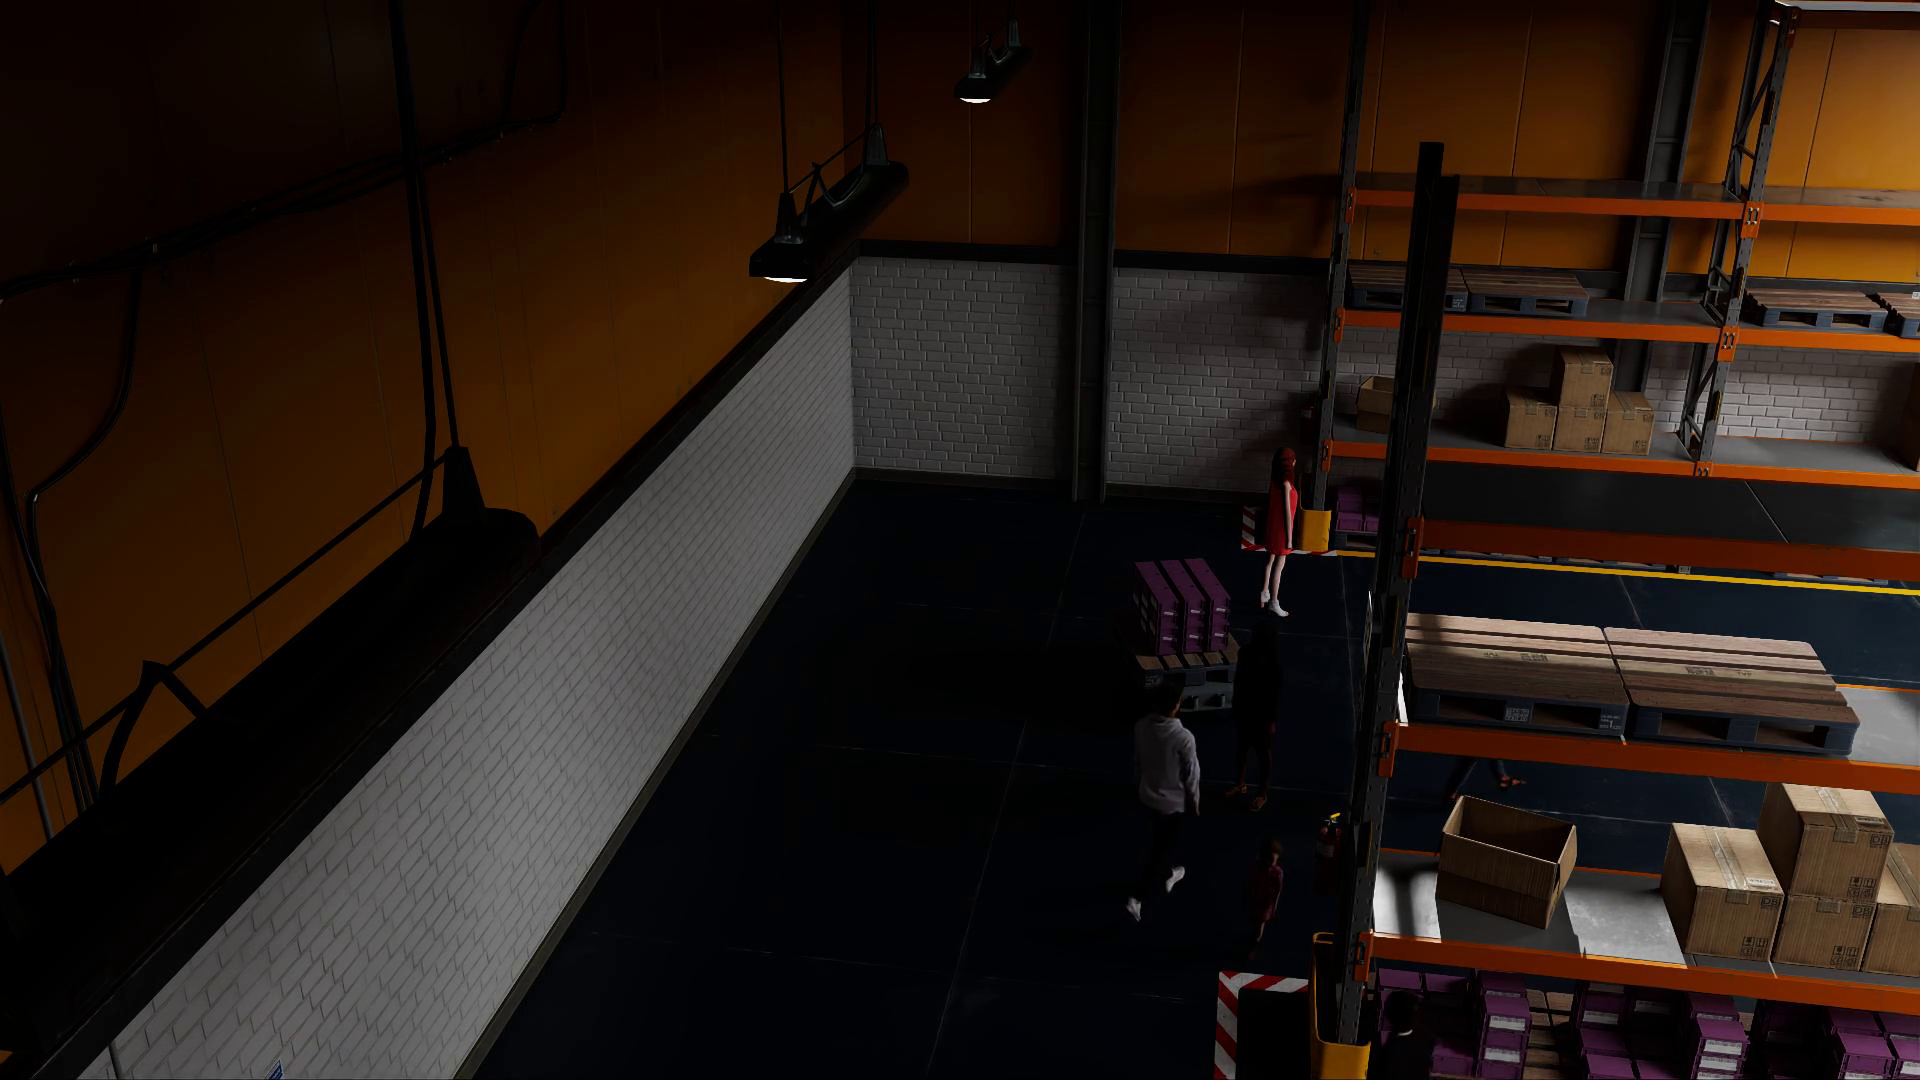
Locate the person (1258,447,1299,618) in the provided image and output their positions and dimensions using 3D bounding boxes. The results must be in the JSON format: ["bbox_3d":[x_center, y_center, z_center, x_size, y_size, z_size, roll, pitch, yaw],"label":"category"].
[{"bbox_3d":[3.281,-0.098,17.148,0.628,1.828,0.664,-4,24,-10],"label":"person"}]

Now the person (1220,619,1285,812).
[{"bbox_3d":[2.455,1.427,13.790,0.744,1.721,0.664,-18,30,-36],"label":"person"}]

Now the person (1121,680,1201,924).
[{"bbox_3d":[1.459,1.954,12.362,1.237,1.900,1.120,17,29,34],"label":"person"}]

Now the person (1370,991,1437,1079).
[{"bbox_3d":[2.515,3.322,9.383,1.020,1.780,1.100,-18,30,-36],"label":"person"}]

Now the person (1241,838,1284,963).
[{"bbox_3d":[2.214,2.566,12.073,0.605,1.010,0.617,16,28,33],"label":"person"}]
